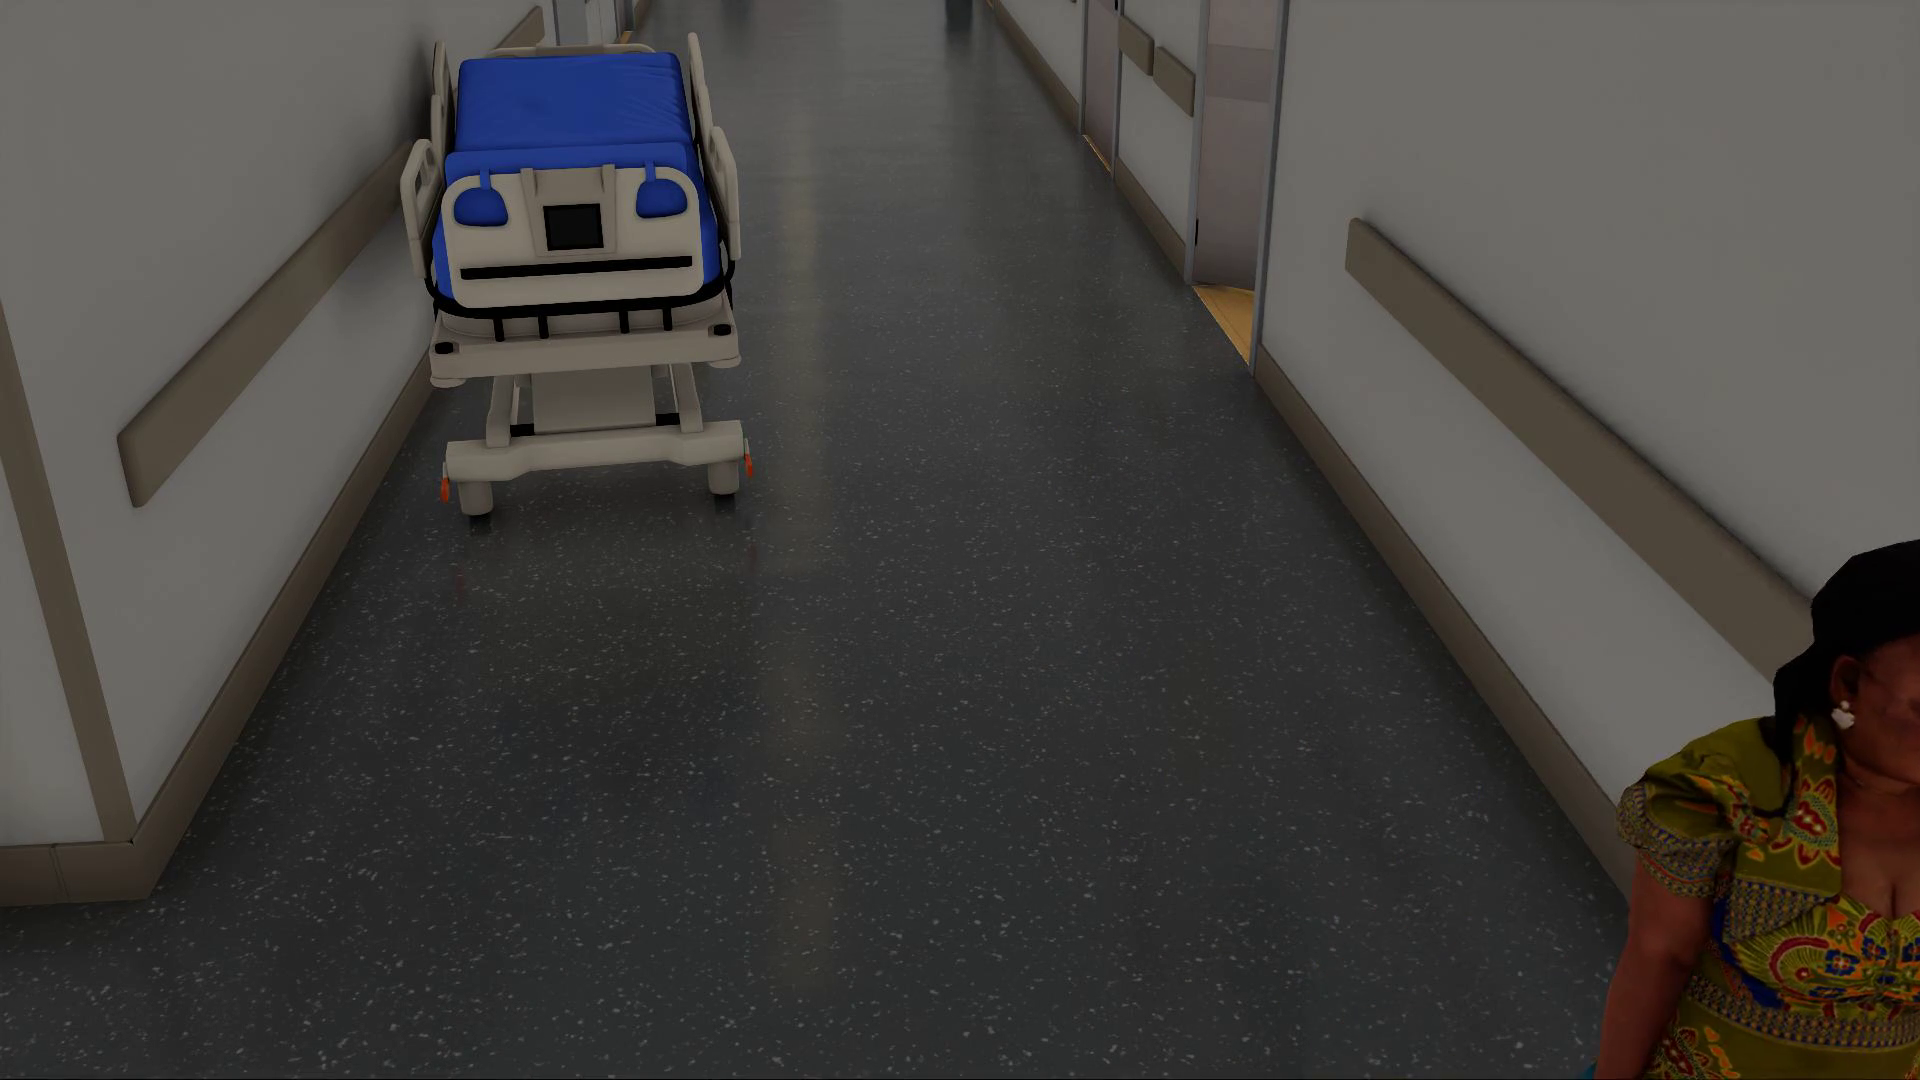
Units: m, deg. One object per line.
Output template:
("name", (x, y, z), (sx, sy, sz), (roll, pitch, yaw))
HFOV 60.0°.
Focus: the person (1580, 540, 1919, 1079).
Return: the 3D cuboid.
("person", (1.042, 0.714, 2.285), (0.768, 1.647, 0.790), (-4, 26, -8))
